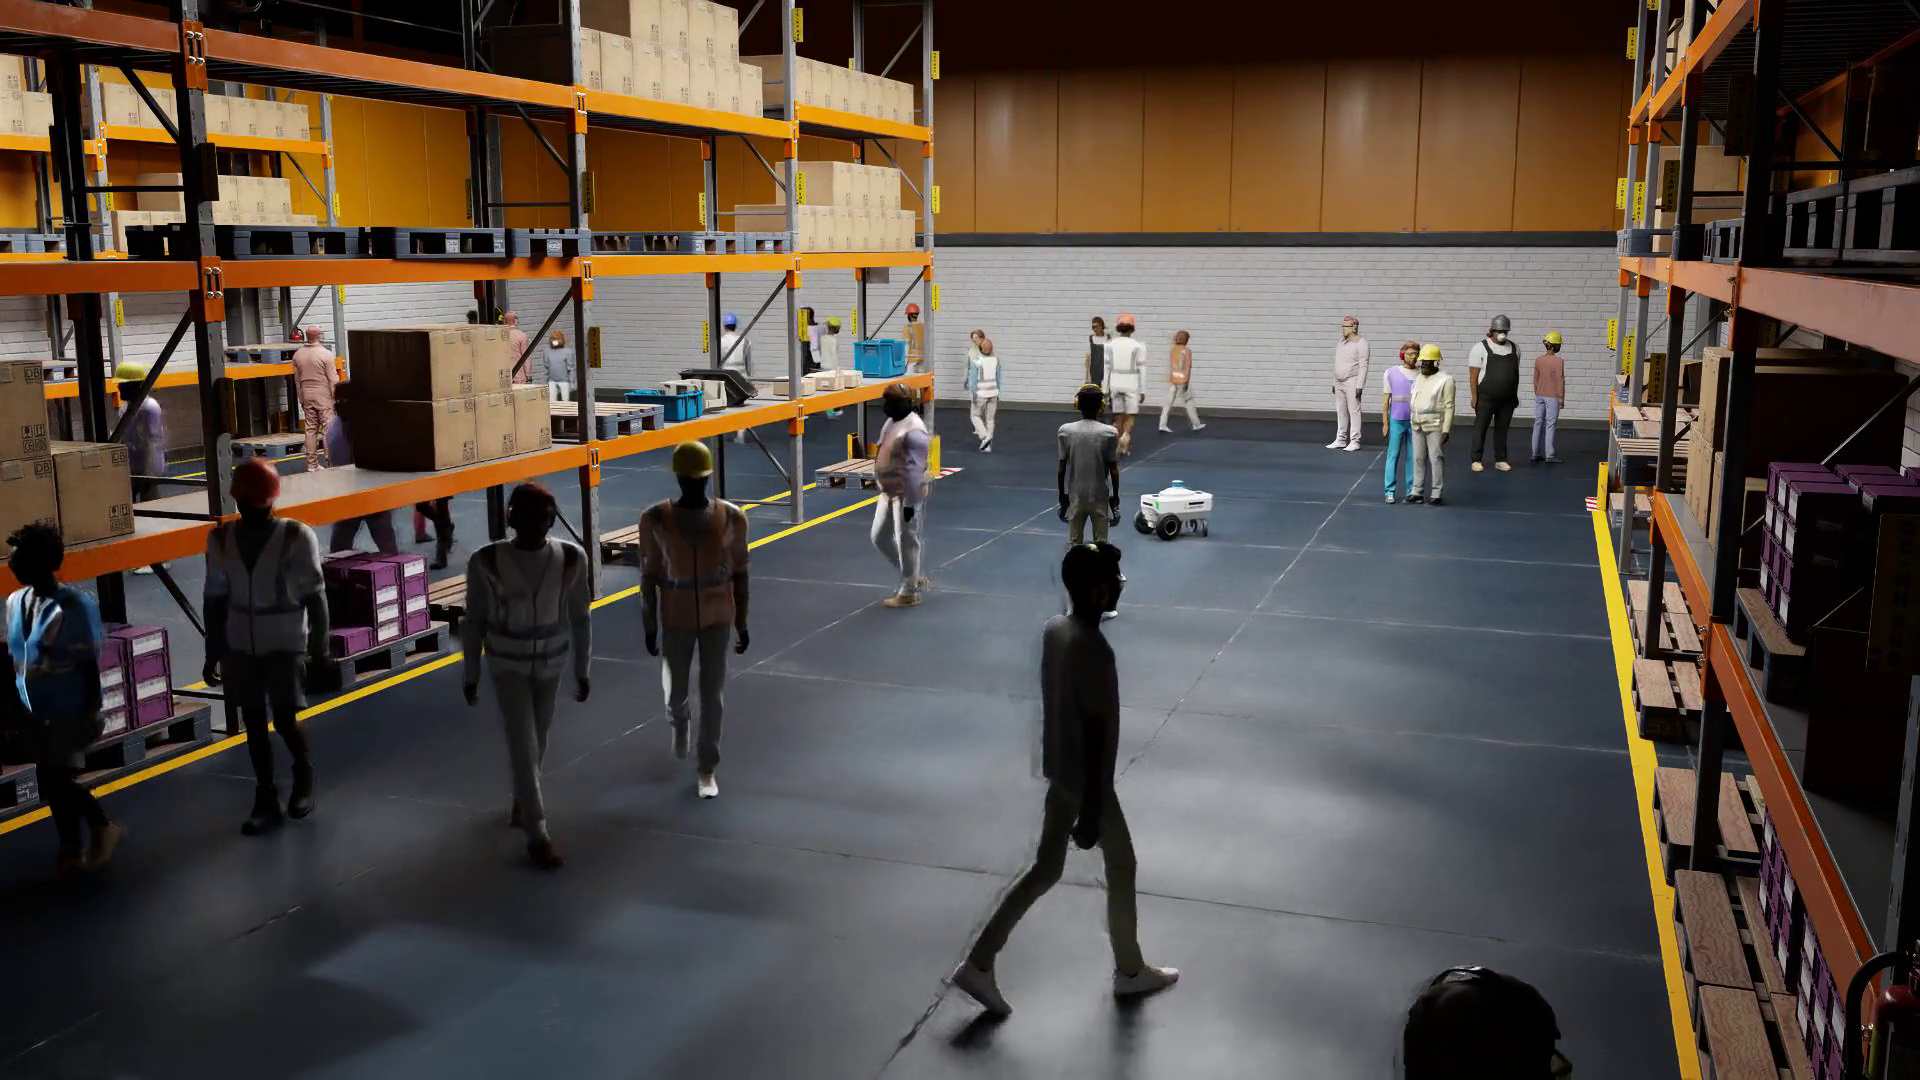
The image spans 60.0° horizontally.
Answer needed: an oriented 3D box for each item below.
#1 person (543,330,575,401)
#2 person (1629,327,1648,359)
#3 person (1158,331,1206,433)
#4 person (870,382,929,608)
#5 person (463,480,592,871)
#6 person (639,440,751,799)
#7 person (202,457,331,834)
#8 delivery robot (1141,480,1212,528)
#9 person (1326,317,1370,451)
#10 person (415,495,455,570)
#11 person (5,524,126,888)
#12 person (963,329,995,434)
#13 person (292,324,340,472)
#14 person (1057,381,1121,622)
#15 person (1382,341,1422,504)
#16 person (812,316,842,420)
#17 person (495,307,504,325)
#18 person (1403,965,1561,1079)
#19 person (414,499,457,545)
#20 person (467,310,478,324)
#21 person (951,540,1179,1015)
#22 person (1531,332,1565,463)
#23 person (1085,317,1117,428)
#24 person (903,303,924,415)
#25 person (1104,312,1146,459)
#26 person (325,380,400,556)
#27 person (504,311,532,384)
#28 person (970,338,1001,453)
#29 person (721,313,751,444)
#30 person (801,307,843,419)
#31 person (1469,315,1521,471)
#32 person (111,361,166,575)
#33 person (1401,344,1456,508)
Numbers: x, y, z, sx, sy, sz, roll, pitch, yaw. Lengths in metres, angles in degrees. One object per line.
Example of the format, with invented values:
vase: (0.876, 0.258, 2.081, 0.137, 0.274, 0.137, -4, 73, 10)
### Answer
person: (-6.190, -2.423, 25.658, 0.515, 1.630, 0.417, 1, 10, 8)
person: (9.888, -2.259, 24.381, 0.294, 1.744, 0.486, -5, 11, -27)
person: (3.443, -2.469, 25.992, 0.894, 1.583, 0.533, -6, 12, -32)
person: (-0.478, -0.355, 13.407, 0.441, 1.830, 0.653, -4, 11, -23)
person: (-2.110, 0.594, 8.088, 0.596, 1.837, 0.937, -5, 11, -28)
person: (-1.414, 0.401, 8.939, 0.591, 1.907, 0.560, -2, 10, -11)
person: (-3.435, 0.527, 8.220, 0.584, 1.908, 0.455, 1, 10, 3)
delivery robot: (2.183, -0.356, 16.747, 0.707, 0.478, 0.477, -5, 11, -26)
person: (5.528, -2.223, 23.718, 0.408, 1.909, 0.642, -5, 11, -27)
person: (-4.785, -0.721, 15.223, 0.555, 1.919, 0.735, 1, 10, 3)
person: (-4.120, 0.759, 7.550, 0.546, 1.680, 0.372, 5, 11, 26)
person: (0.307, -2.439, 25.725, 0.527, 1.625, 0.364, 4, 11, 22)
person: (-8.216, -1.809, 21.375, 0.642, 1.913, 0.408, 3, 11, 19)
person: (1.007, -0.296, 12.957, 0.516, 1.877, 0.327, 3, 11, 19)
person: (5.056, -1.331, 18.855, 0.567, 1.848, 0.389, -1, 10, -6)
person: (-2.195, -2.855, 27.730, 0.526, 1.737, 0.552, -6, 12, -30)
person: (-7.856, -3.027, 28.351, 0.516, 1.872, 0.327, 3, 11, 19)
person: (0.801, 1.547, 2.503, 0.676, 1.928, 0.646, -6, 11, -28)
person: (-5.174, -0.818, 16.283, 0.539, 1.750, 0.424, 2, 10, 11)
person: (-7.357, -2.495, 25.137, 0.645, 1.938, 0.665, 0, 10, 0)
person: (0.403, 0.902, 6.324, 0.931, 1.838, 0.523, -5, 11, -26)
person: (7.929, -1.913, 22.370, 0.308, 1.769, 0.525, -5, 11, -24)
person: (2.271, -2.636, 26.348, 0.595, 1.808, 0.500, 2, 10, 11)
person: (-0.799, -3.097, 28.551, 0.372, 1.935, 0.551, 9, 14, 42)
person: (2.223, -2.075, 22.571, 0.607, 2.027, 0.690, 4, 11, 21)
person: (-4.811, -0.335, 13.212, 0.662, 1.854, 0.975, 3, 11, 18)
person: (-6.905, -2.594, 25.795, 0.642, 1.913, 0.408, 3, 11, 19)
person: (0.362, -2.031, 23.423, 0.520, 1.628, 0.392, -6, 12, -30)
person: (-3.422, -2.400, 24.694, 0.627, 1.913, 0.876, -5, 11, -28)
person: (-2.435, -2.988, 28.158, 0.545, 1.873, 0.783, 7, 12, 34)
person: (6.948, -1.898, 21.511, 0.688, 2.000, 0.536, -2, 10, -9)
person: (-7.291, -0.630, 14.751, 0.586, 1.910, 0.432, 6, 12, 30)
person: (5.237, -1.279, 18.618, 0.404, 1.827, 0.600, -6, 12, -32)
